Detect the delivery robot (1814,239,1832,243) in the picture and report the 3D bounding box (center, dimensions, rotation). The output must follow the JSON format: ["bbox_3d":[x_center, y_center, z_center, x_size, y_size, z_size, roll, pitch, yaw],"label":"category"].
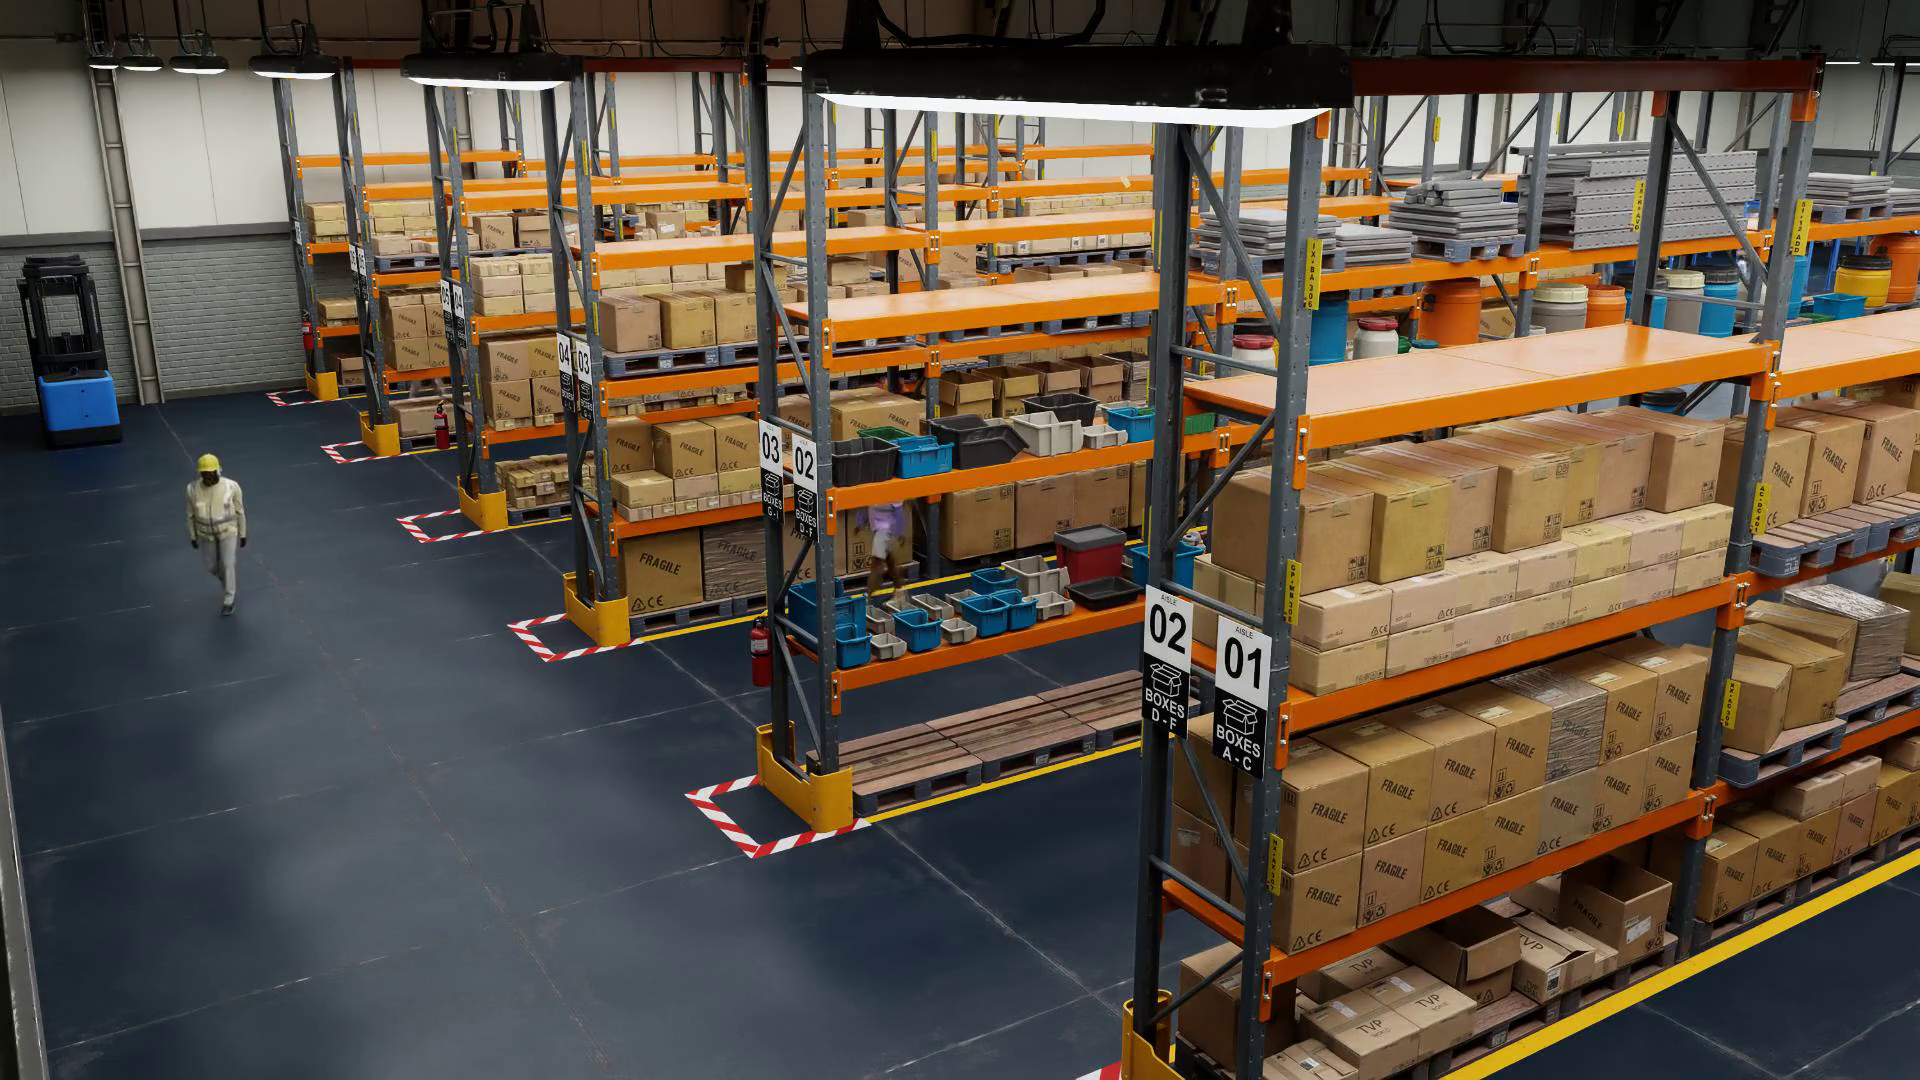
[{"bbox_3d":[28.589,-10.070,52.396,0.477,0.478,0.707,-11,20,-31],"label":"delivery robot"}]

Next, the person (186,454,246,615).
[{"bbox_3d":[-8.311,-0.108,17.694,0.605,1.813,0.687,-3,17,-9],"label":"person"}]

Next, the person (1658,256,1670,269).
[{"bbox_3d":[15.412,-5.340,34.800,0.633,1.842,0.429,-5,18,-16],"label":"person"}]

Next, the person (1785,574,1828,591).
[{"bbox_3d":[8.362,0.631,15.583,0.454,1.614,0.531,-6,18,-18],"label":"person"}]

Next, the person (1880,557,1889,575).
[{"bbox_3d":[11.294,-0.345,18.815,0.503,1.614,0.673,16,23,42],"label":"person"}]

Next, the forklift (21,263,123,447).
[{"bbox_3d":[-14.518,-3.079,25.708,1.129,2.768,1.873,-10,20,-31],"label":"forklift"}]

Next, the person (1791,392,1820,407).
[{"bbox_3d":[12.091,-1.642,22.754,0.526,1.805,0.881,-12,21,-34],"label":"person"}]

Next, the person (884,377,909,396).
[{"bbox_3d":[-1.014,-1.212,21.073,0.856,1.968,0.631,0,17,0],"label":"person"}]

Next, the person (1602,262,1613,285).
[{"bbox_3d":[15.186,-6.197,37.479,0.658,1.916,0.668,15,23,41],"label":"person"}]

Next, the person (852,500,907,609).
[{"bbox_3d":[-0.988,-0.140,17.482,0.988,1.997,0.642,-11,20,-32],"label":"person"}]

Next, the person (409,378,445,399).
[{"bbox_3d":[-9.447,-3.199,27.632,1.037,1.935,0.696,-16,23,-41],"label":"person"}]

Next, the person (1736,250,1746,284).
[{"bbox_3d":[18.731,-6.159,37.892,0.829,1.603,0.528,9,19,28],"label":"person"}]

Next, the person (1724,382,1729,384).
[{"bbox_3d":[14.676,-3.793,30.018,0.553,1.655,0.819,-1,17,-3],"label":"person"}]

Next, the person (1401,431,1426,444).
[{"bbox_3d":[5.146,-0.383,18.284,0.682,2.000,0.537,13,21,37],"label":"person"}]

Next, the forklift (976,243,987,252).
[{"bbox_3d":[0.988,-5.474,34.718,1.214,2.155,2.313,-10,20,-31],"label":"forklift"}]
